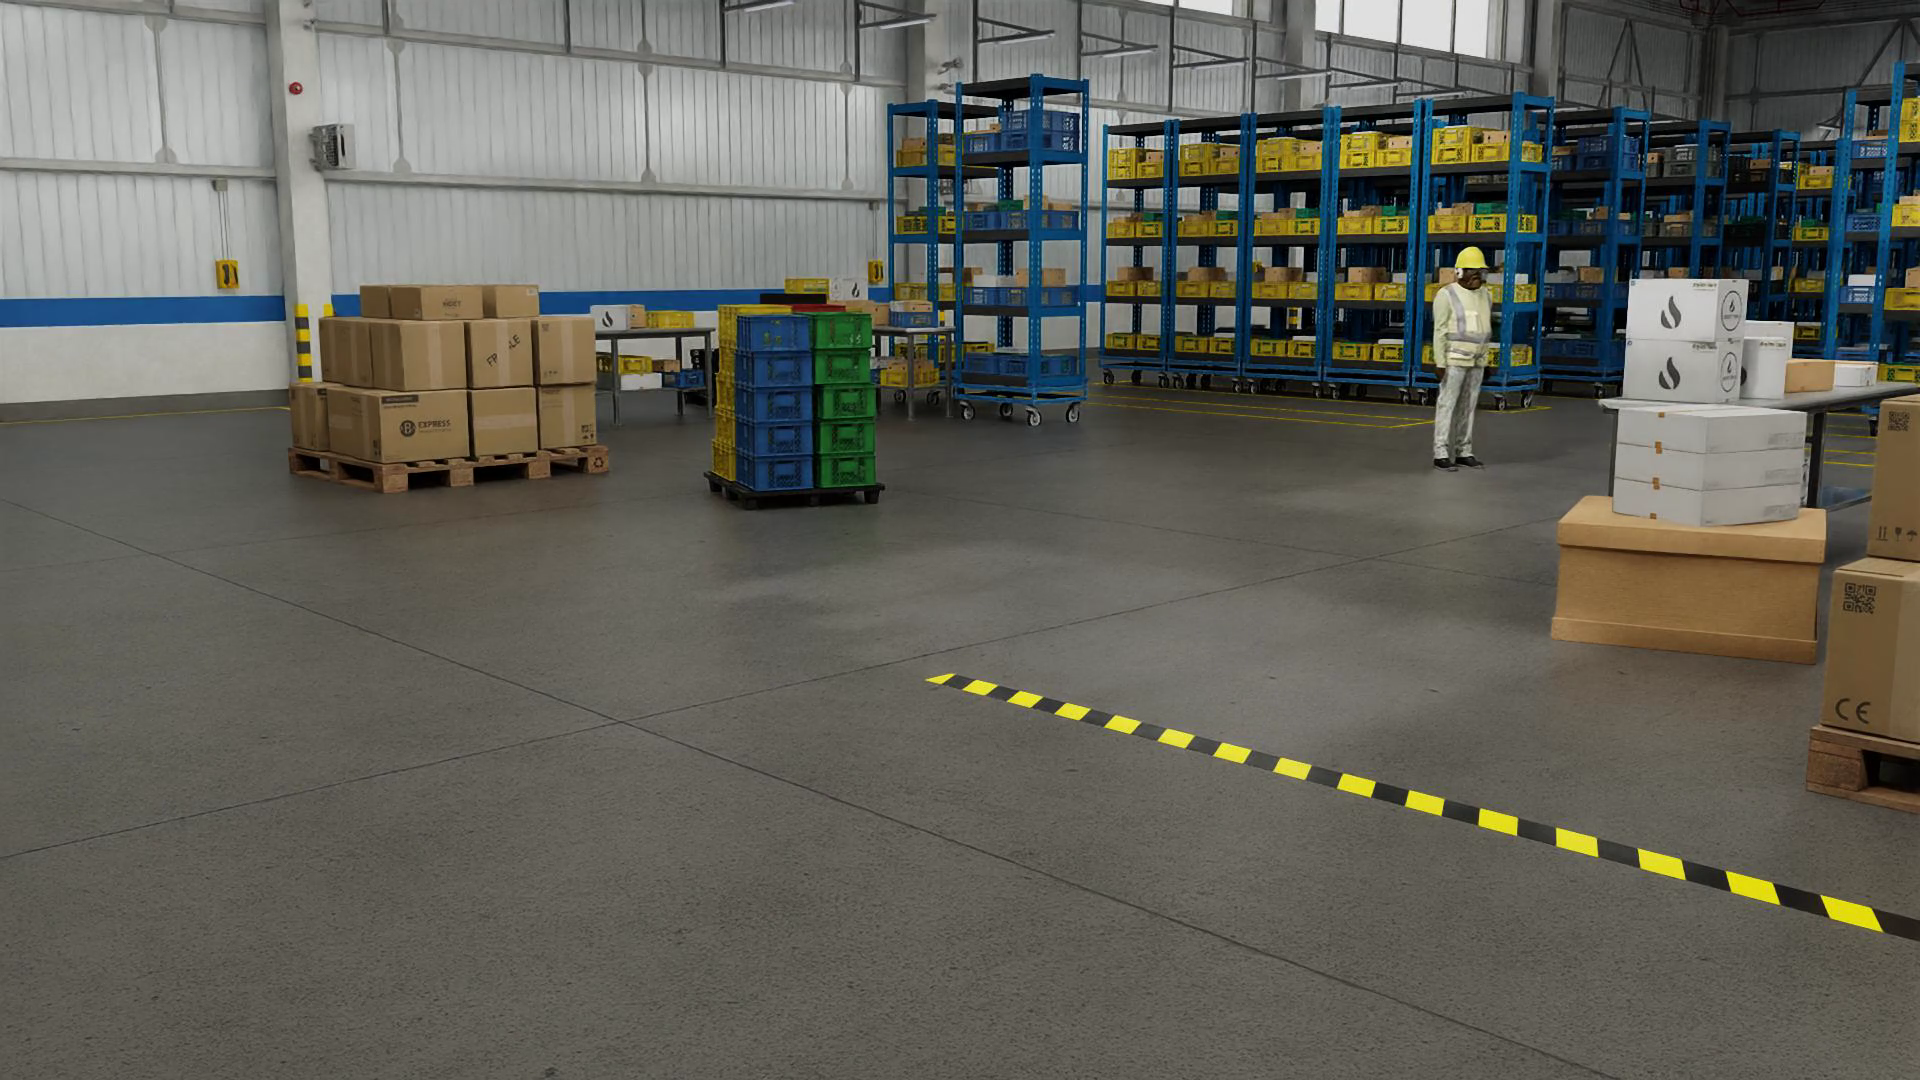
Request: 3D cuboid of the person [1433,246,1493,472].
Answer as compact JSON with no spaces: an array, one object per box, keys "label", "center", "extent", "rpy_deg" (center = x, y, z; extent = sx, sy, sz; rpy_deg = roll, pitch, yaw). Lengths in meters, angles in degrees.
[{"label":"person","center":[4.140,-1.478,13.645],"extent":[0.593,1.832,0.403],"rpy_deg":[-5,11,-27]}]
